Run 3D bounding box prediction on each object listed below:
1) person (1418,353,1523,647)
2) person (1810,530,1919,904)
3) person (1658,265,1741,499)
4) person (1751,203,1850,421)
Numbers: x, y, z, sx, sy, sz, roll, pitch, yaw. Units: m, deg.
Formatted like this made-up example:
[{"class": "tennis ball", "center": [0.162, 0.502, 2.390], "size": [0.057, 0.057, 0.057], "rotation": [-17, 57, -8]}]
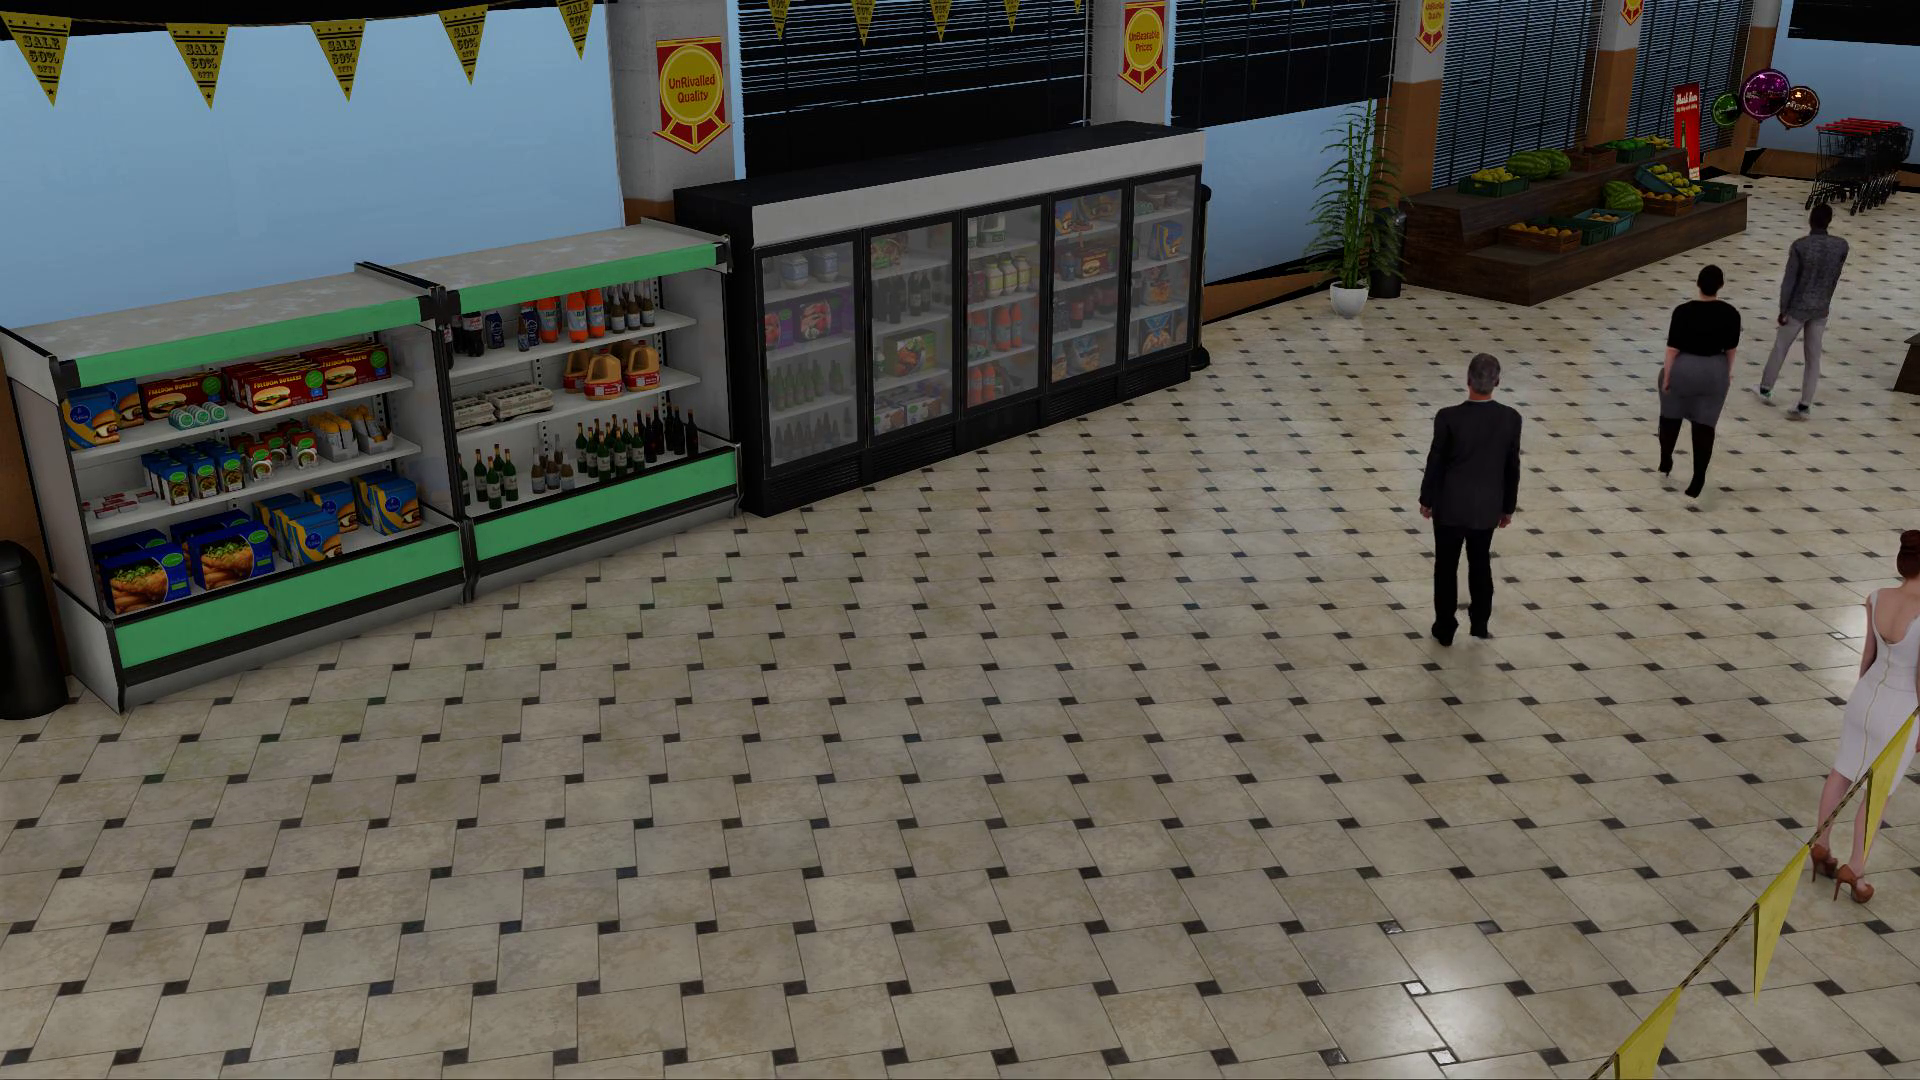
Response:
[{"class": "person", "center": [3.030, -0.187, 9.893], "size": [0.868, 1.823, 0.927], "rotation": [1, 22, 1]}, {"class": "person", "center": [4.138, 0.796, 7.491], "size": [0.650, 1.791, 0.635], "rotation": [-6, 23, -15]}, {"class": "person", "center": [5.507, -1.136, 12.399], "size": [1.014, 1.715, 1.217], "rotation": [6, 23, 14]}, {"class": "person", "center": [7.294, -1.929, 14.249], "size": [1.076, 1.808, 1.148], "rotation": [1, 22, 3]}]
